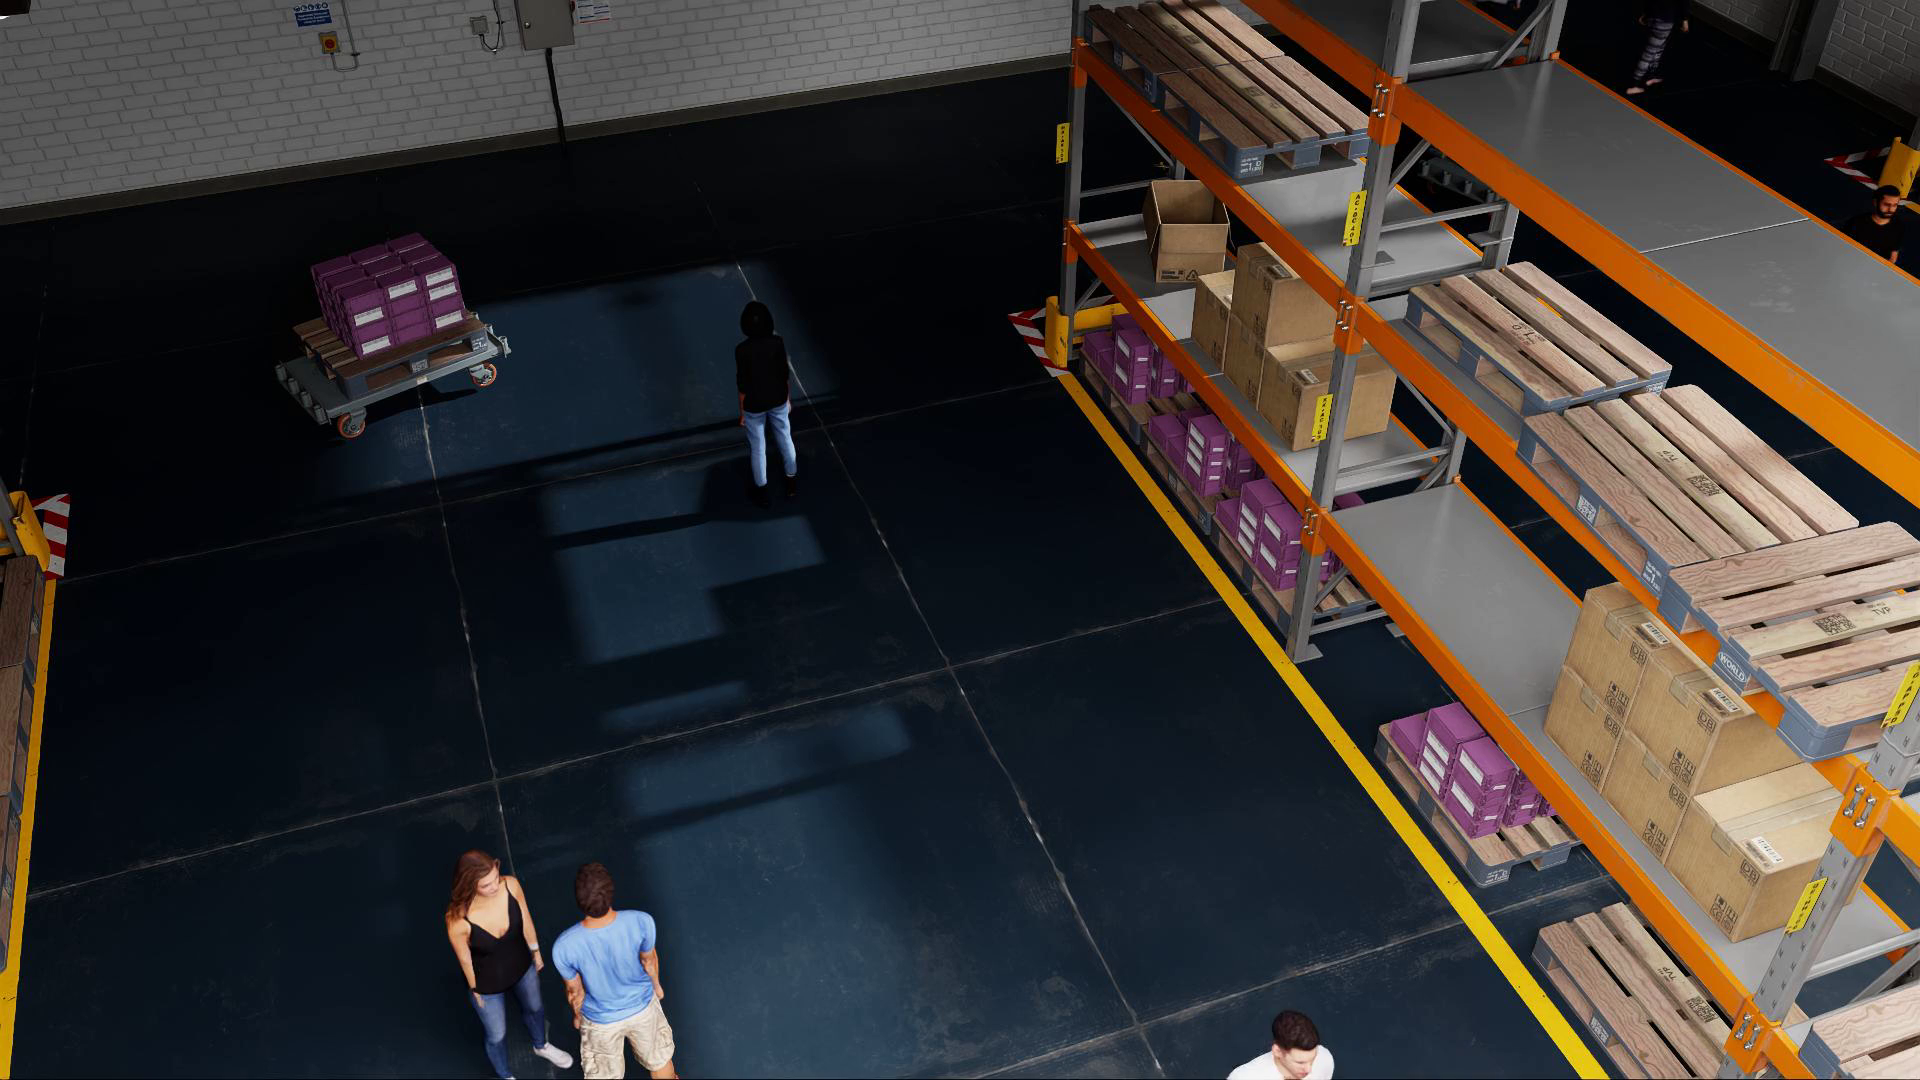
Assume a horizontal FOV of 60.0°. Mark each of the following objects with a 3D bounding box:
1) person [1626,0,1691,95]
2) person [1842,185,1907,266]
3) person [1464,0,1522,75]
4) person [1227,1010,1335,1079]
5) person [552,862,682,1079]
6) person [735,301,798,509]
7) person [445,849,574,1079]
[{"bbox_3d":[7.457,-5.591,17.823,0.679,1.715,0.730,-14,41,-17],"label":"person"},{"bbox_3d":[7.193,-2.090,13.425,0.918,1.734,1.235,0,39,0],"label":"person"},{"bbox_3d":[5.737,-5.899,18.131,1.030,1.814,1.132,-30,48,-32],"label":"person"},{"bbox_3d":[1.360,2.656,7.401,0.667,1.837,0.980,-14,41,-16],"label":"person"},{"bbox_3d":[-1.626,2.215,7.931,0.660,1.864,0.585,-16,41,-19],"label":"person"},{"bbox_3d":[-1.414,-0.980,12.061,0.578,1.701,0.546,-15,41,-18],"label":"person"},{"bbox_3d":[-2.270,2.112,8.173,0.692,1.722,0.665,27,46,30],"label":"person"}]
